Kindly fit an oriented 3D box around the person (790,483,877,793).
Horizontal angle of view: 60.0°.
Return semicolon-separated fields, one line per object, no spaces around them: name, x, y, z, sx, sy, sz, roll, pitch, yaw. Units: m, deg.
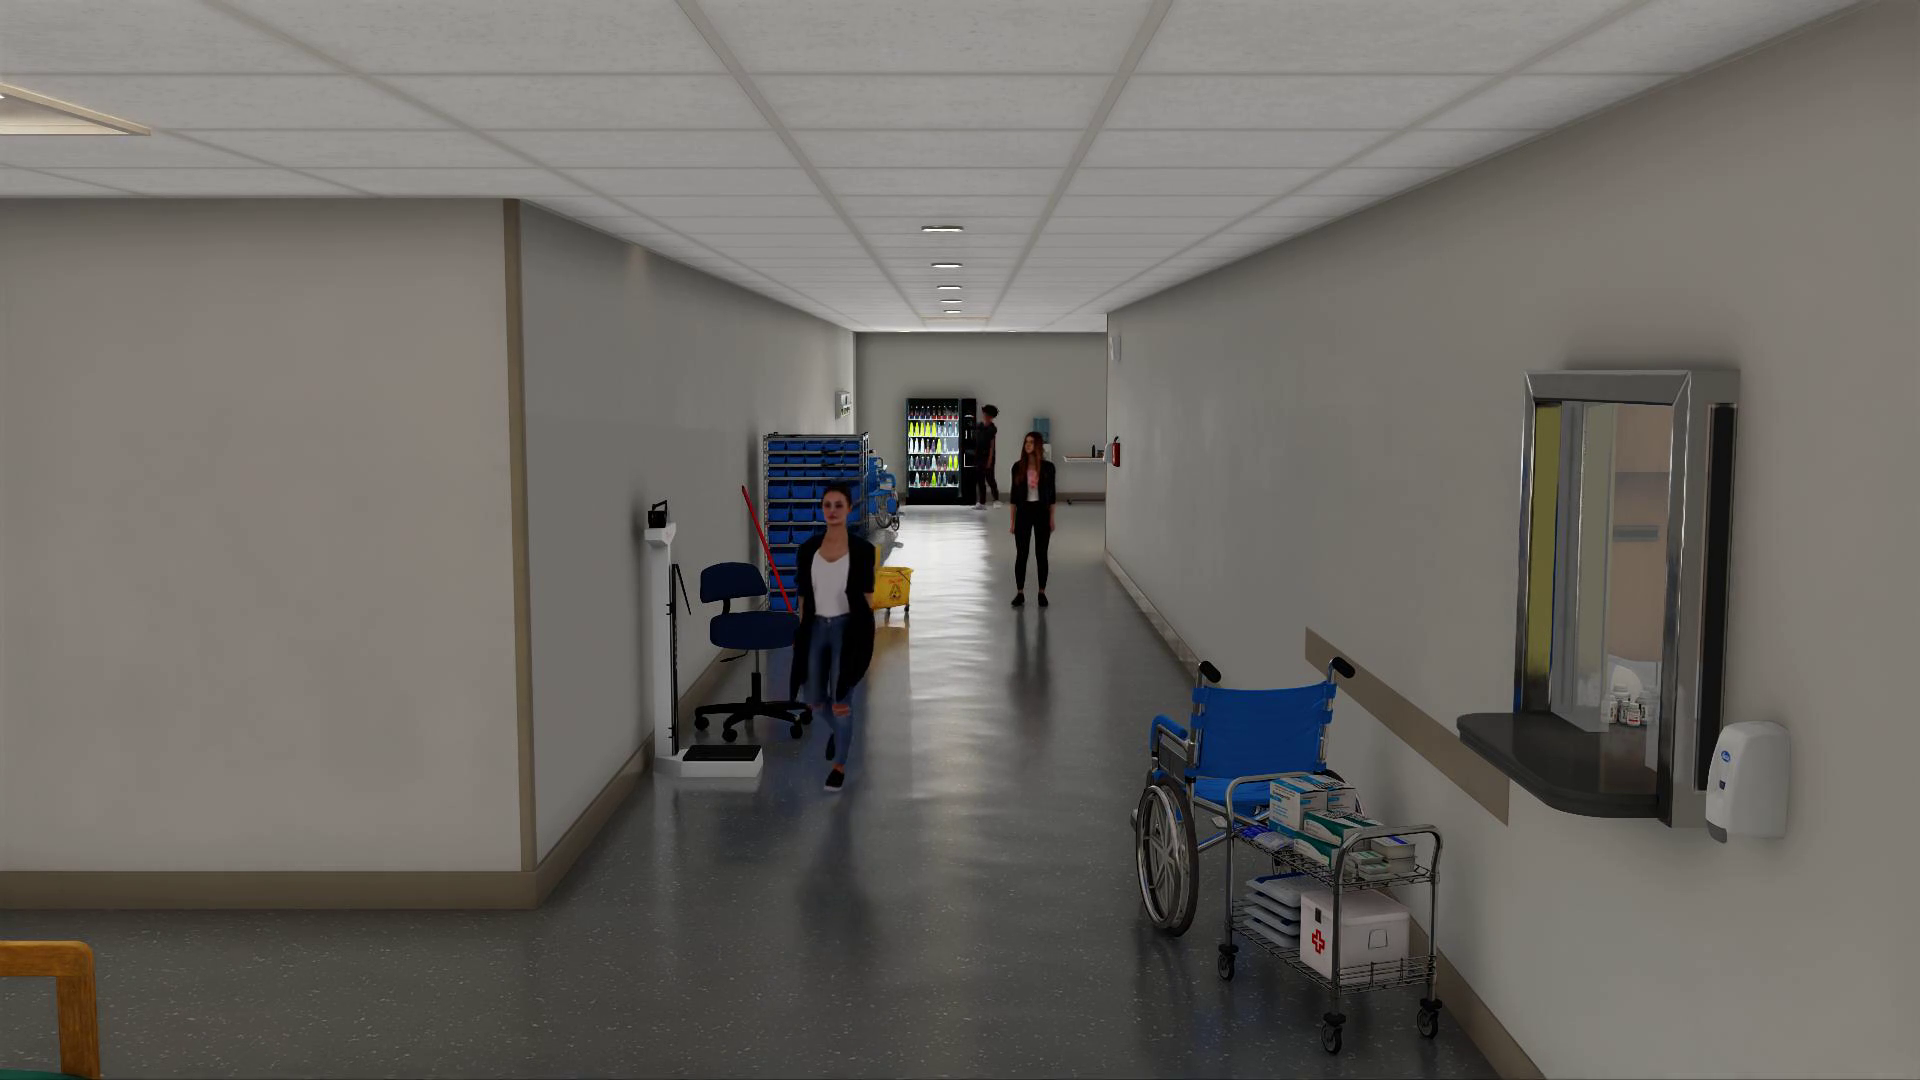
person;-0.670;0.521;9.180;0.767;1.675;0.761;1;6;12

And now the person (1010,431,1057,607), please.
person;0.722;-0.217;16.351;0.499;1.708;0.677;1;6;7

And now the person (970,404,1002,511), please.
person;0.401;-1.379;27.647;0.832;1.760;0.865;-2;6;-18
